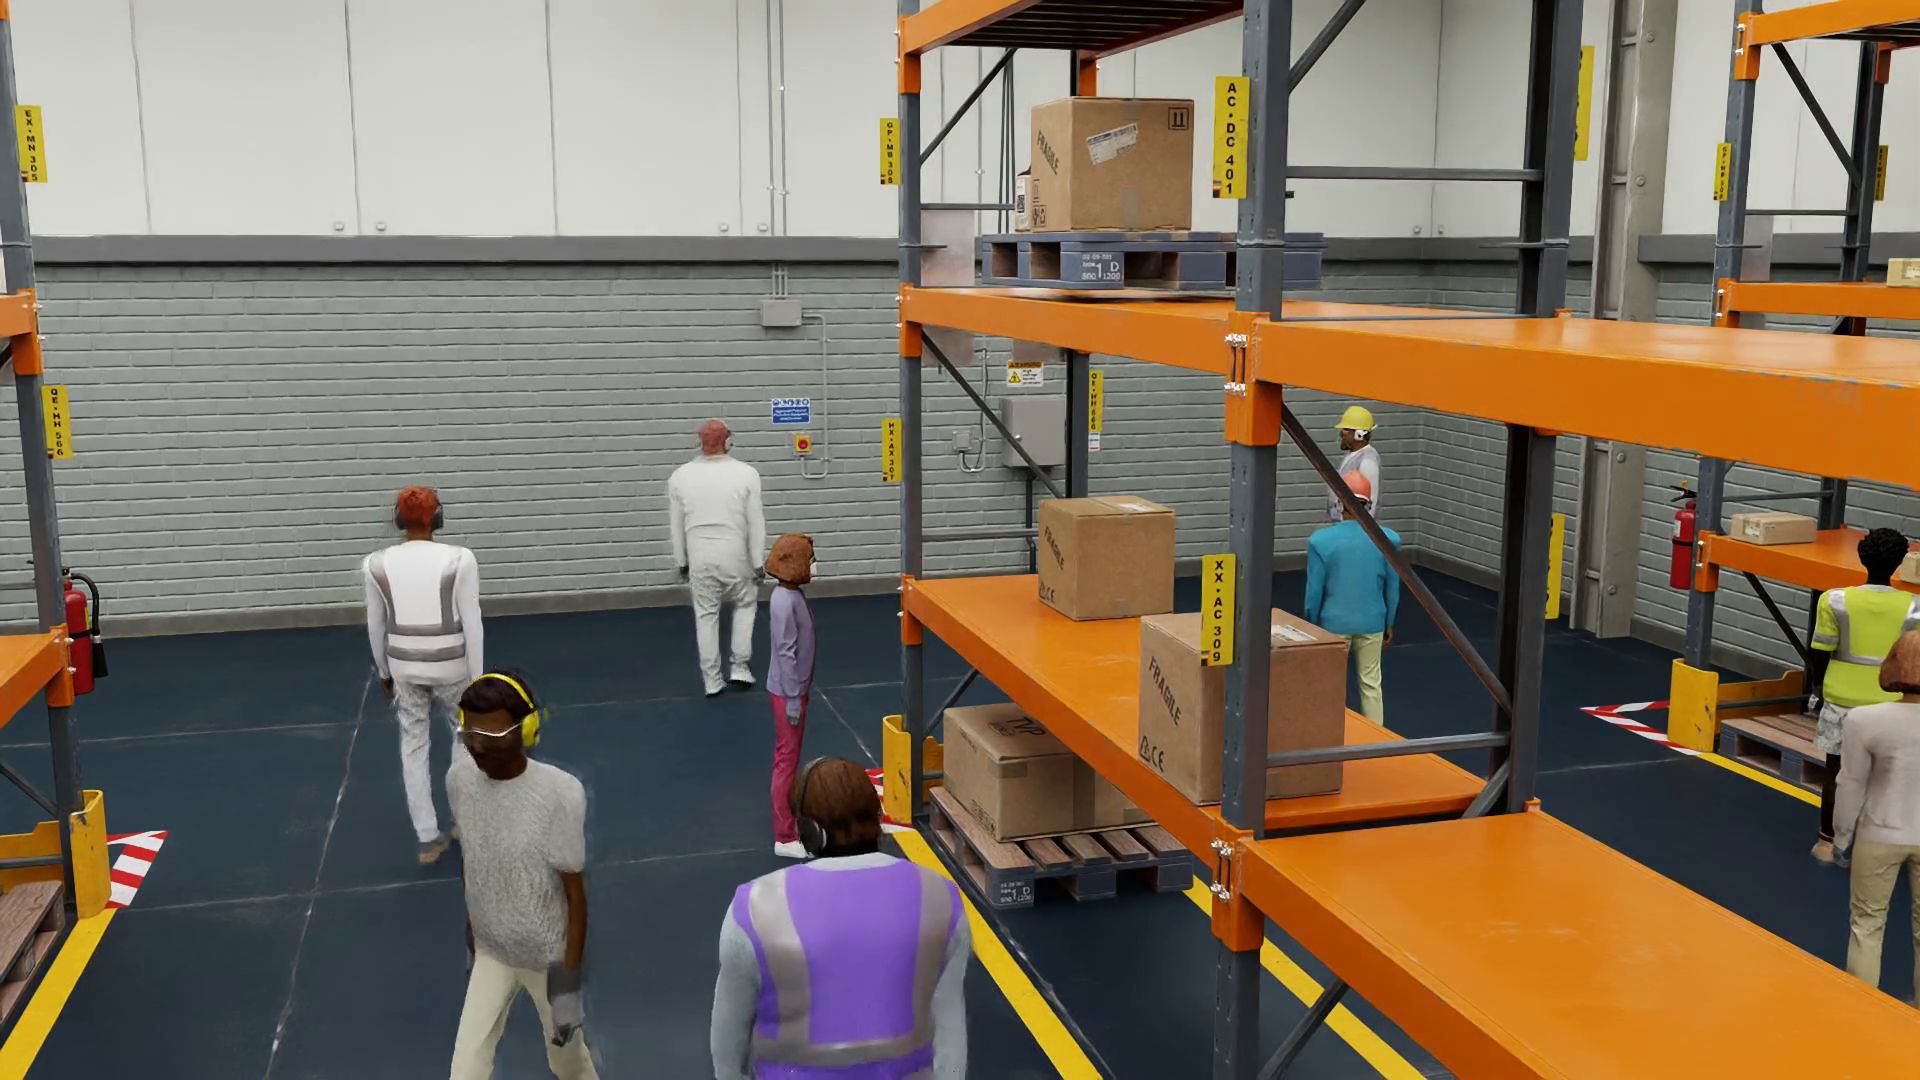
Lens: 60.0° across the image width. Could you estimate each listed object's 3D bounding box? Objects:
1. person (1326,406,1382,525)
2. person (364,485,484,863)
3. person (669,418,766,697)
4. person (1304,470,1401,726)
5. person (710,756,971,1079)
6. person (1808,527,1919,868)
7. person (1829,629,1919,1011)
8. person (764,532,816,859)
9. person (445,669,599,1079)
[{"bbox_3d":[3.028,-0.114,12.815,0.403,1.834,0.587,0,10,1],"label":"person"},{"bbox_3d":[-2.652,0.641,8.385,0.593,1.864,0.692,0,10,-1],"label":"person"},{"bbox_3d":[-1.622,0.111,11.362,0.658,1.888,0.583,1,10,6],"label":"person"},{"bbox_3d":[2.280,0.466,9.730,0.561,1.753,0.327,0,10,-2],"label":"person"},{"bbox_3d":[-0.296,1.426,4.185,0.617,1.790,0.925,-3,10,-18],"label":"person"},{"bbox_3d":[4.425,0.780,8.103,0.541,1.695,0.316,5,11,25],"label":"person"},{"bbox_3d":[3.546,1.140,6.248,0.502,1.629,0.270,3,10,15],"label":"person"},{"bbox_3d":[-0.831,0.768,8.354,0.283,1.633,0.497,0,10,-3],"label":"person"},{"bbox_3d":[-1.356,1.280,4.922,0.549,1.809,0.975,4,11,19],"label":"person"}]
